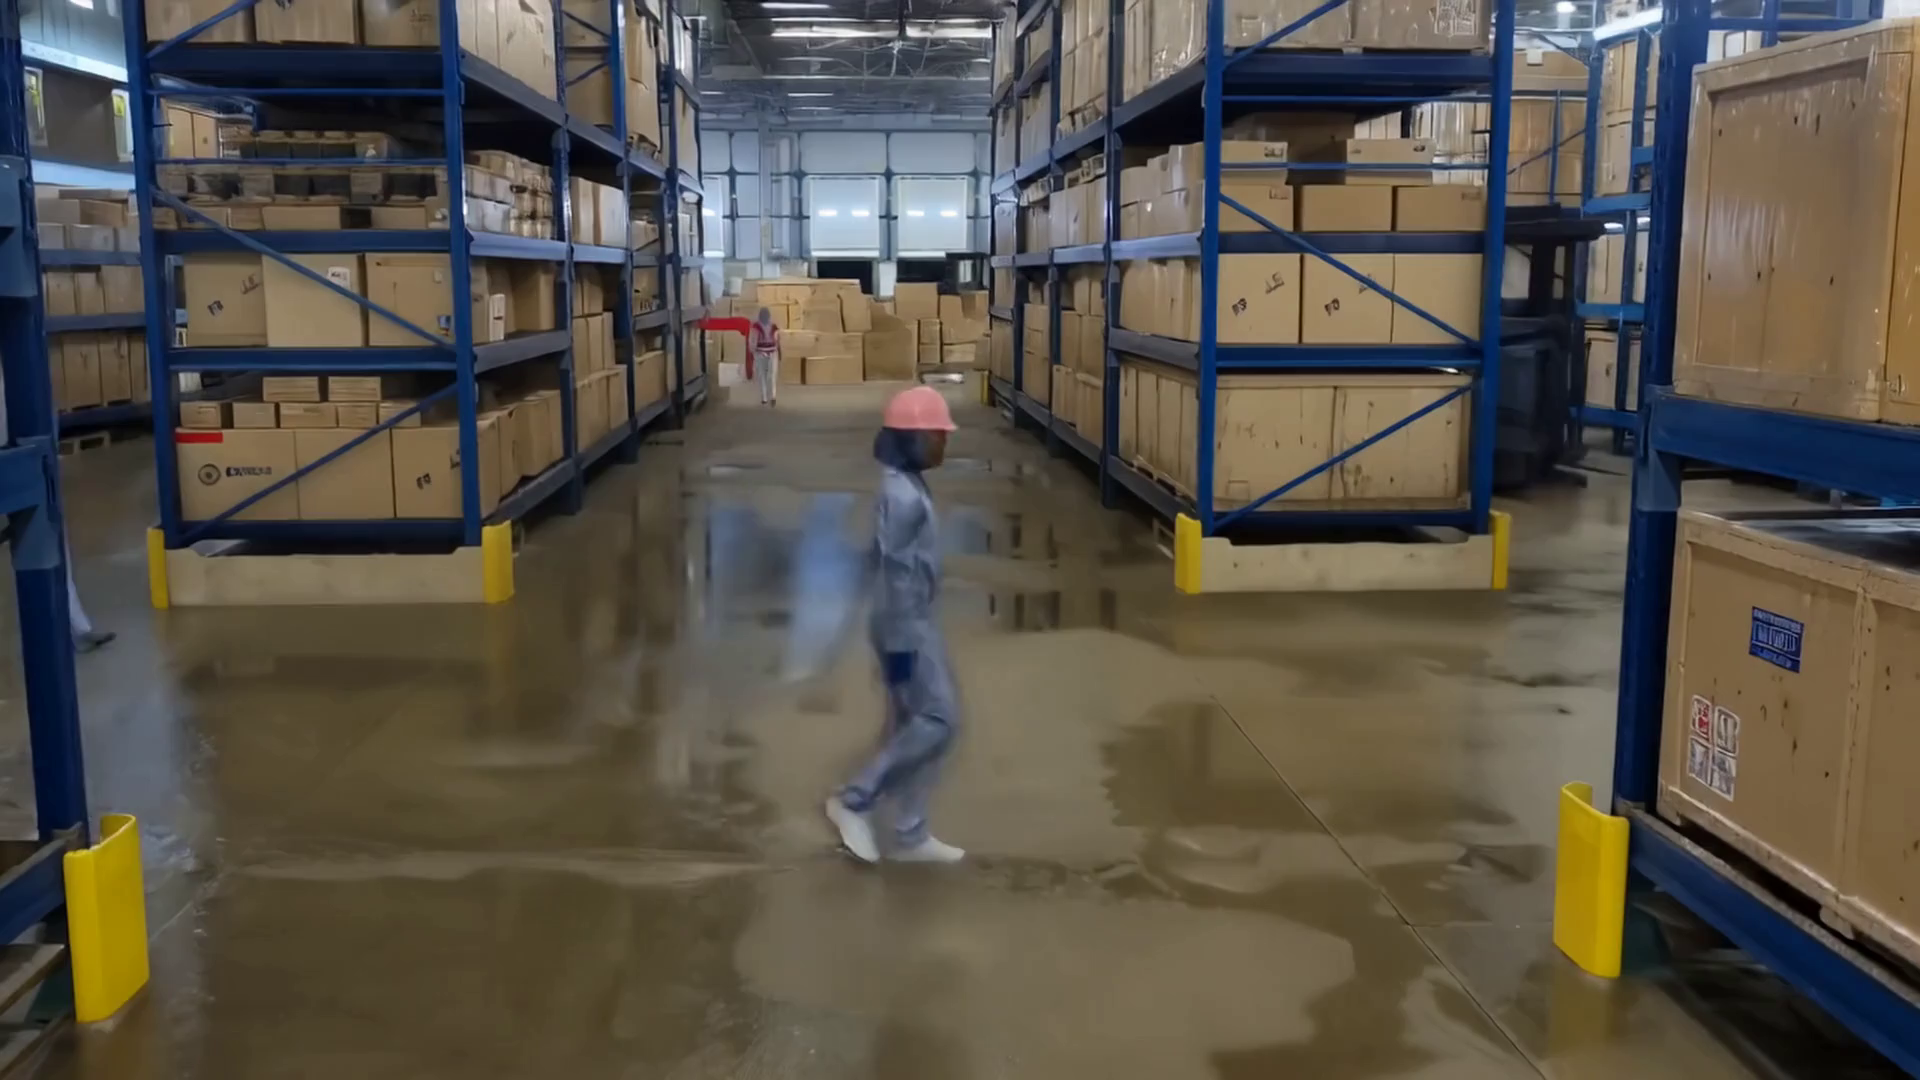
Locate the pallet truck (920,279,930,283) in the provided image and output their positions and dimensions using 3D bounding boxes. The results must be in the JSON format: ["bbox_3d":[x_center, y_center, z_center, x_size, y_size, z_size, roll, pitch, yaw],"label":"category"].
[{"bbox_3d":[-0.932,-8.922,63.114,1.885,1.965,0.823,2,9,13],"label":"pallet truck"}]

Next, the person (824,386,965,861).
[{"bbox_3d":[-0.201,0.321,5.895,0.424,1.727,0.510,0,9,1],"label":"person"}]

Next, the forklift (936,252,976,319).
[{"bbox_3d":[0.018,-7.528,51.600,1.129,2.768,1.873,-4,10,-23],"label":"forklift"}]

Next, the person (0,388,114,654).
[{"bbox_3d":[-5.255,-0.233,9.264,0.999,1.780,0.685,4,10,24],"label":"person"}]

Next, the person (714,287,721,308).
[{"bbox_3d":[-9.562,-9.228,66.085,0.817,1.668,0.537,1,9,9],"label":"person"}]

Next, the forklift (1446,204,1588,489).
[{"bbox_3d":[5.492,-1.995,16.857,1.129,2.768,1.873,-1,9,-4],"label":"forklift"}]

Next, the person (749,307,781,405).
[{"bbox_3d":[-3.164,-2.977,27.011,0.536,1.593,0.835,-2,9,-11],"label":"person"}]
